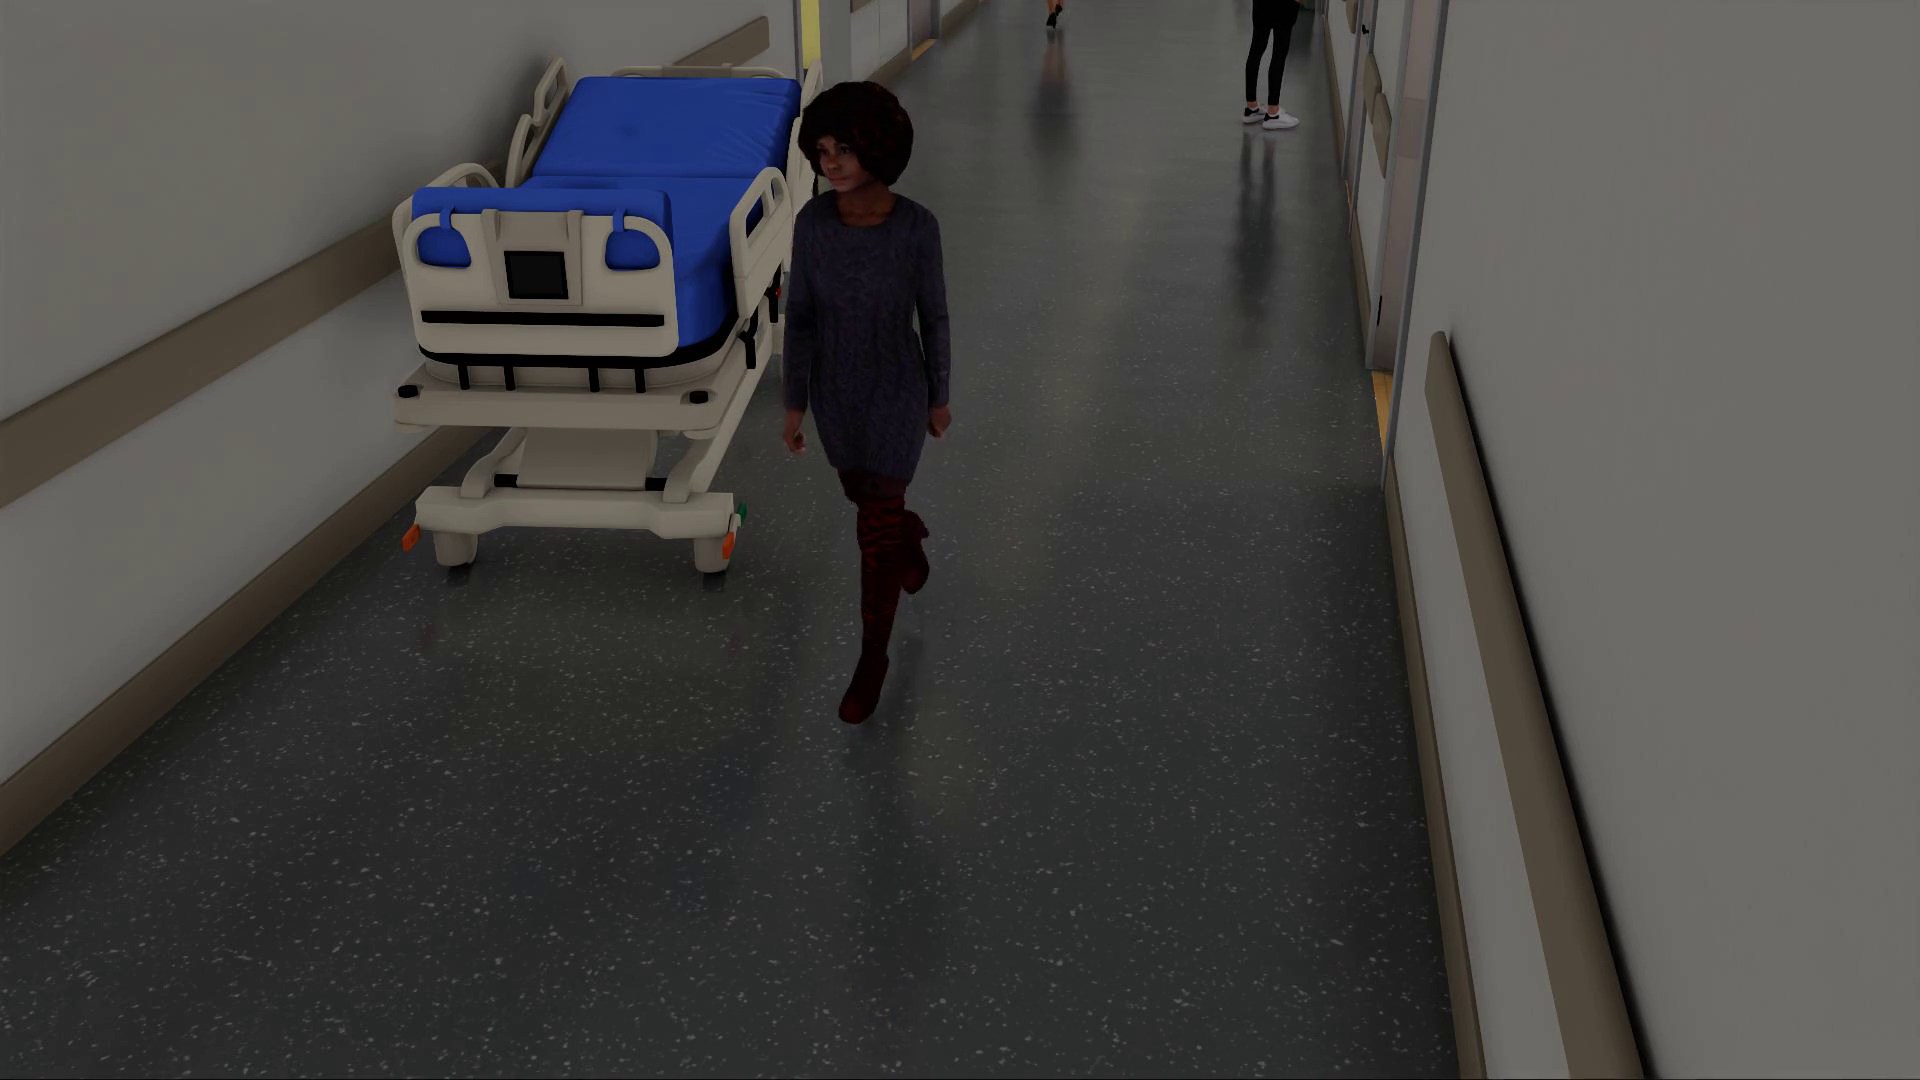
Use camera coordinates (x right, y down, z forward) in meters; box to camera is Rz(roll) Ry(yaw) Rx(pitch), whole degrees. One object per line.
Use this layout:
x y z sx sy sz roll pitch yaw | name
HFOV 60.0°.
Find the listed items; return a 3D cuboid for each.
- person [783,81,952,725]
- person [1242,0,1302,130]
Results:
-0.236 -0.402 4.611 1.103 1.671 0.701 7 27 13 | person
2.160 -3.766 11.436 0.724 1.802 0.685 -13 29 -26 | person
